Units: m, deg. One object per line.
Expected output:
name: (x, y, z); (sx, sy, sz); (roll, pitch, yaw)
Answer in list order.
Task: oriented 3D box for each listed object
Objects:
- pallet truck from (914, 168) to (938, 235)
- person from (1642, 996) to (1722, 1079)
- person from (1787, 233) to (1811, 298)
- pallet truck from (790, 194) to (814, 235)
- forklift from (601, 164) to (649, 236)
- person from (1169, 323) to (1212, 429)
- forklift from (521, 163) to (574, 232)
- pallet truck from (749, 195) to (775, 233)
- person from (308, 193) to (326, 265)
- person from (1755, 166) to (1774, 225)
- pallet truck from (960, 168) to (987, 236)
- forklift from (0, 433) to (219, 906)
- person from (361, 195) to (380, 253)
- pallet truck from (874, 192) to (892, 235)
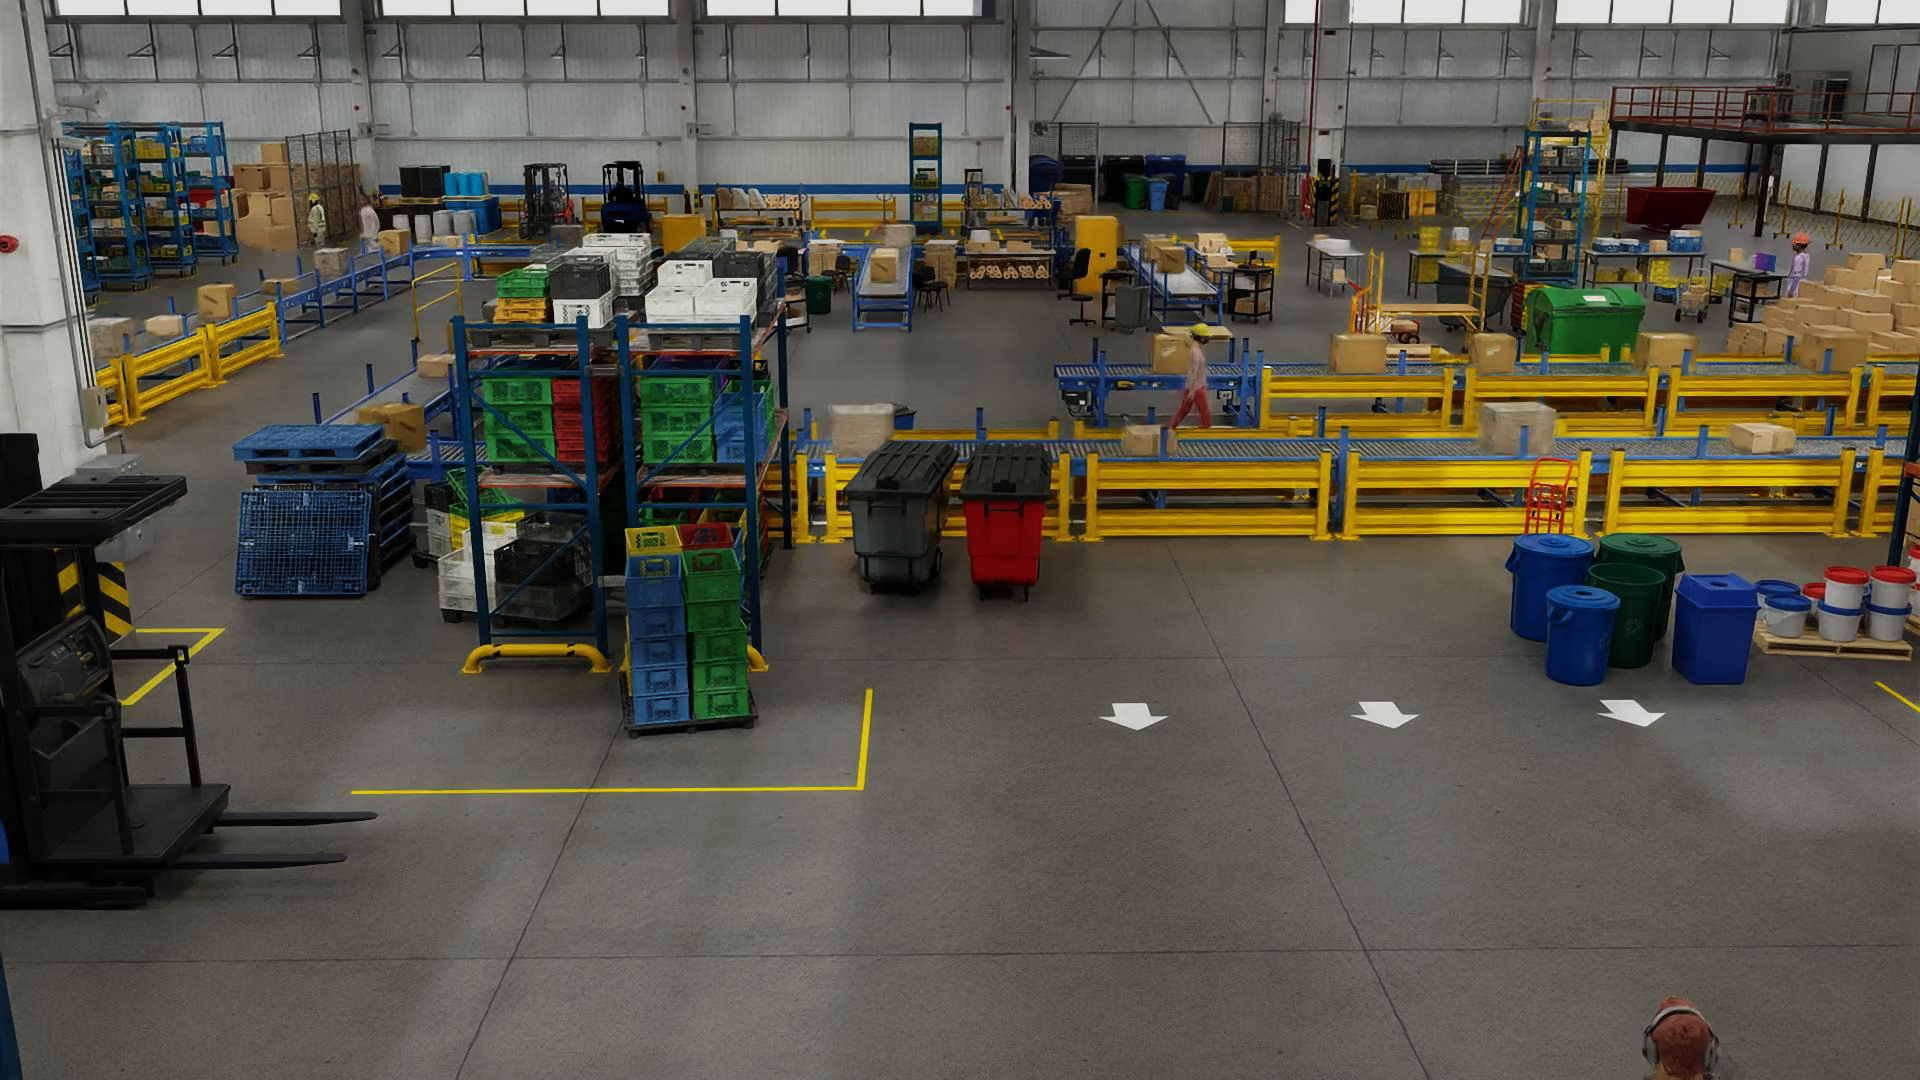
pallet truck: (-0.989, -10.316, 50.507); (0.823, 1.965, 1.885); (1, 16, 3)
person: (2.549, 2.552, 5.978); (0.659, 1.886, 0.717); (1, 16, 3)
person: (15.372, -4.624, 30.633); (0.370, 2.047, 0.612); (12, 20, 35)
pallet truck: (-4.814, -9.883, 50.259); (0.704, 1.261, 1.522); (-1, 16, -3)
forklift: (-9.948, -10.127, 49.296); (1.157, 1.987, 2.680); (-1, 16, -3)
person: (3.141, -2.056, 22.286); (0.893, 1.725, 0.533); (2, 16, 7)
forklift: (-12.233, -10.122, 49.298); (1.157, 1.987, 2.680); (0, 16, -1)
pallet truck: (-6.051, -9.967, 50.660); (0.680, 1.201, 1.601); (0, 16, -1)
person: (-16.446, -7.940, 42.541); (0.404, 1.831, 0.600); (-2, 16, -8)
person: (25.762, -11.017, 53.172); (0.579, 1.879, 0.360); (-8, 18, -26)
pallet truck: (0.383, -10.230, 50.206); (0.823, 1.965, 1.885); (-1, 16, -3)
forklift: (-5.952, 0.780, 10.366); (1.873, 2.768, 1.129); (0, 16, -1)
person: (-14.553, -7.556, 41.100); (0.482, 1.891, 0.663); (-13, 20, -38)
pallet truck: (-2.277, -9.986, 50.594); (0.653, 1.274, 1.630); (0, 16, -1)
